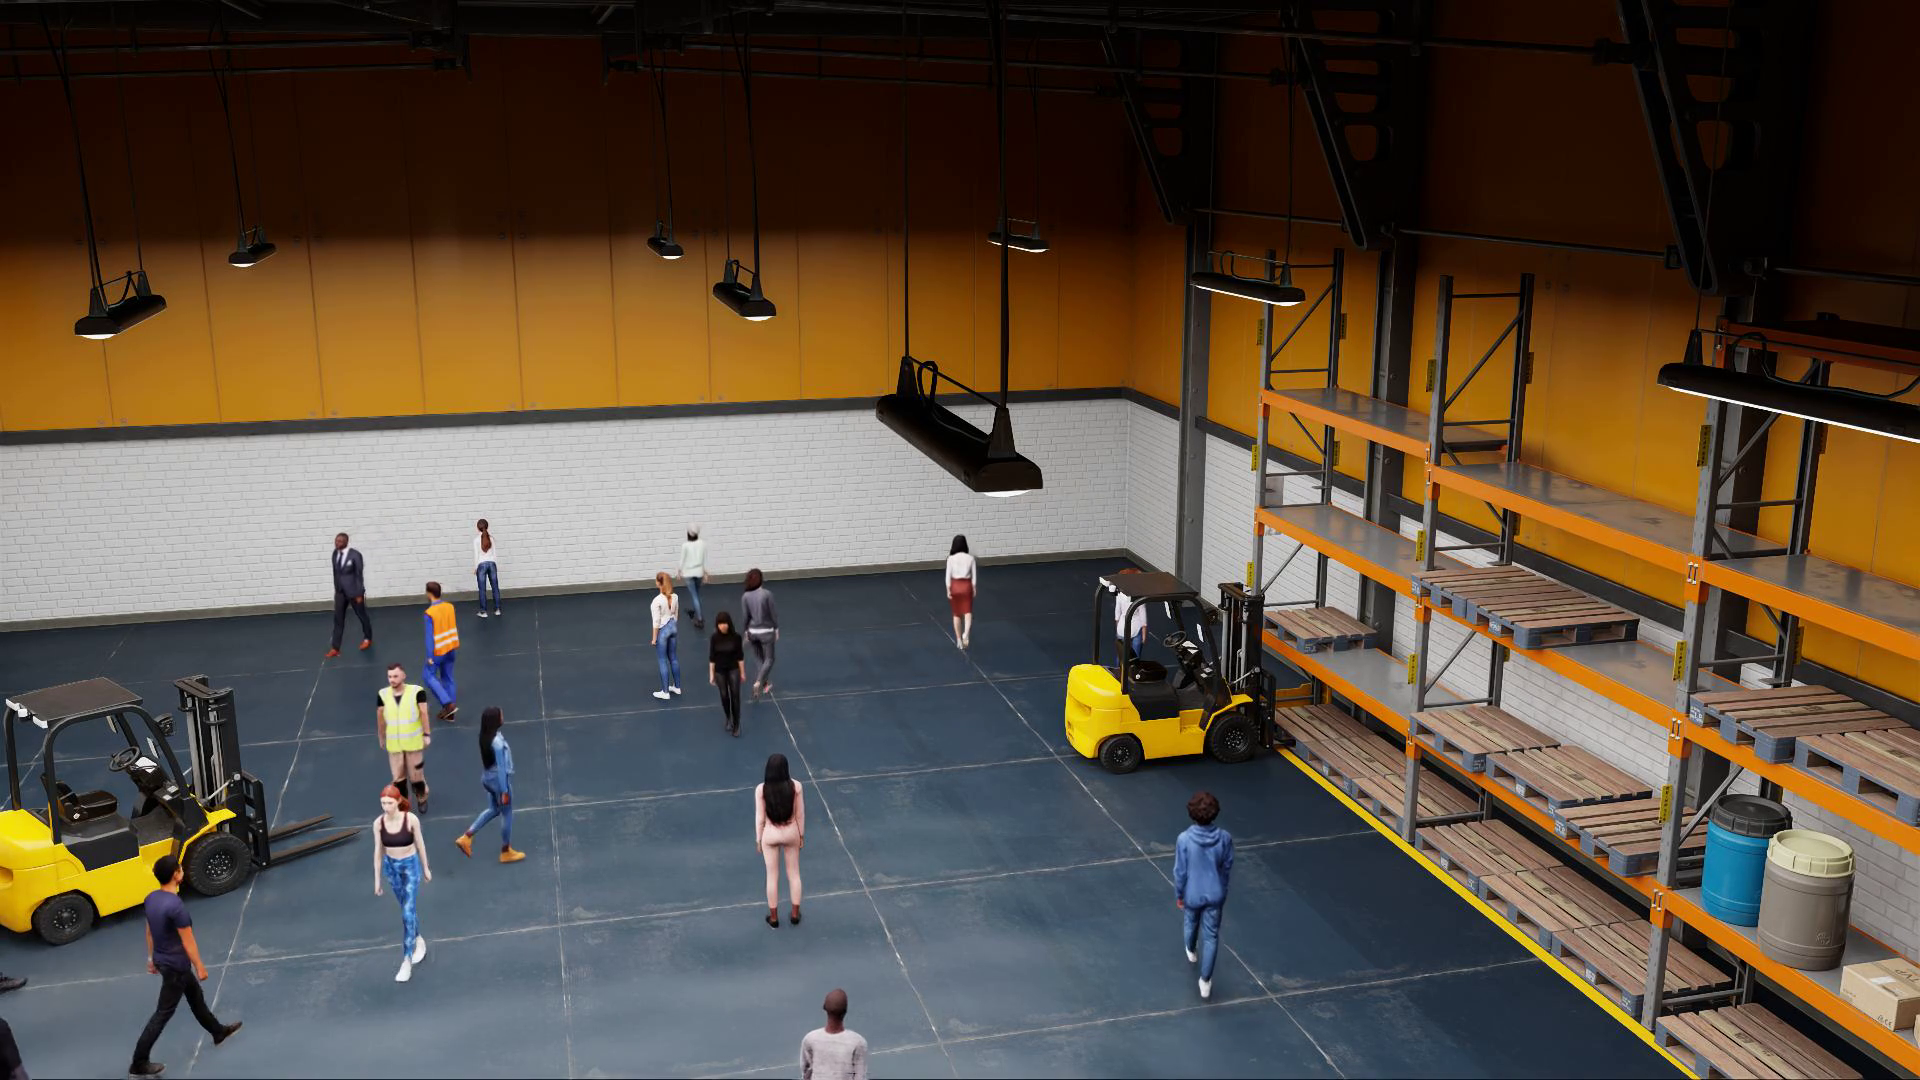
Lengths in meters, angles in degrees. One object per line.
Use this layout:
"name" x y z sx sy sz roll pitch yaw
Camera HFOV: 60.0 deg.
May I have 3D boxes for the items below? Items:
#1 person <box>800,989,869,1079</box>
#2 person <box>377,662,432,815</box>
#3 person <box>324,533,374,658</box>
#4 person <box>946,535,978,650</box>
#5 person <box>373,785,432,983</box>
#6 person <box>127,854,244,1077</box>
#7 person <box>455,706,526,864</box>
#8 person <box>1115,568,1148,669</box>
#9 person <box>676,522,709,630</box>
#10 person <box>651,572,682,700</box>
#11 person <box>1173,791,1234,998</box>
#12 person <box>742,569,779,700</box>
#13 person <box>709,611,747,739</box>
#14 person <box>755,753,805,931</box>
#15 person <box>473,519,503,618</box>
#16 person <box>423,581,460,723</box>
"person" -0.874 3.928 11.216 0.840 1.728 1.197 0 14 0
"person" -6.050 2.189 18.180 0.775 1.830 0.803 -1 14 -4
"person" -8.802 0.778 24.127 1.111 1.773 1.302 4 14 16
"person" 0.033 0.801 24.112 0.708 1.737 0.927 -1 14 -4
"person" -4.977 3.003 14.977 0.785 1.755 1.084 0 14 -1
"person" -6.356 3.433 13.250 1.228 1.732 1.179 11 18 39
"person" -4.831 2.541 17.015 0.872 1.694 0.944 -10 17 -35
"person" 2.297 1.206 22.489 0.739 1.713 0.812 10 17 35
"person" -4.032 0.553 25.386 0.825 1.619 1.055 -10 17 -37
"person" -3.935 1.260 22.247 0.731 1.722 0.685 9 16 32
"person" 2.135 3.112 14.511 0.954 1.762 1.215 2 14 6
"person" -2.668 1.270 22.145 0.910 1.749 1.086 3 14 13
"person" -2.927 1.649 20.893 0.730 1.603 1.033 -1 14 -4
"person" -1.699 2.835 15.745 0.611 1.720 0.521 -3 14 -13
"person" -7.424 0.423 26.052 0.598 1.558 0.609 -9 16 -32
"person" -6.552 1.444 21.215 0.918 1.850 0.857 7 15 28
